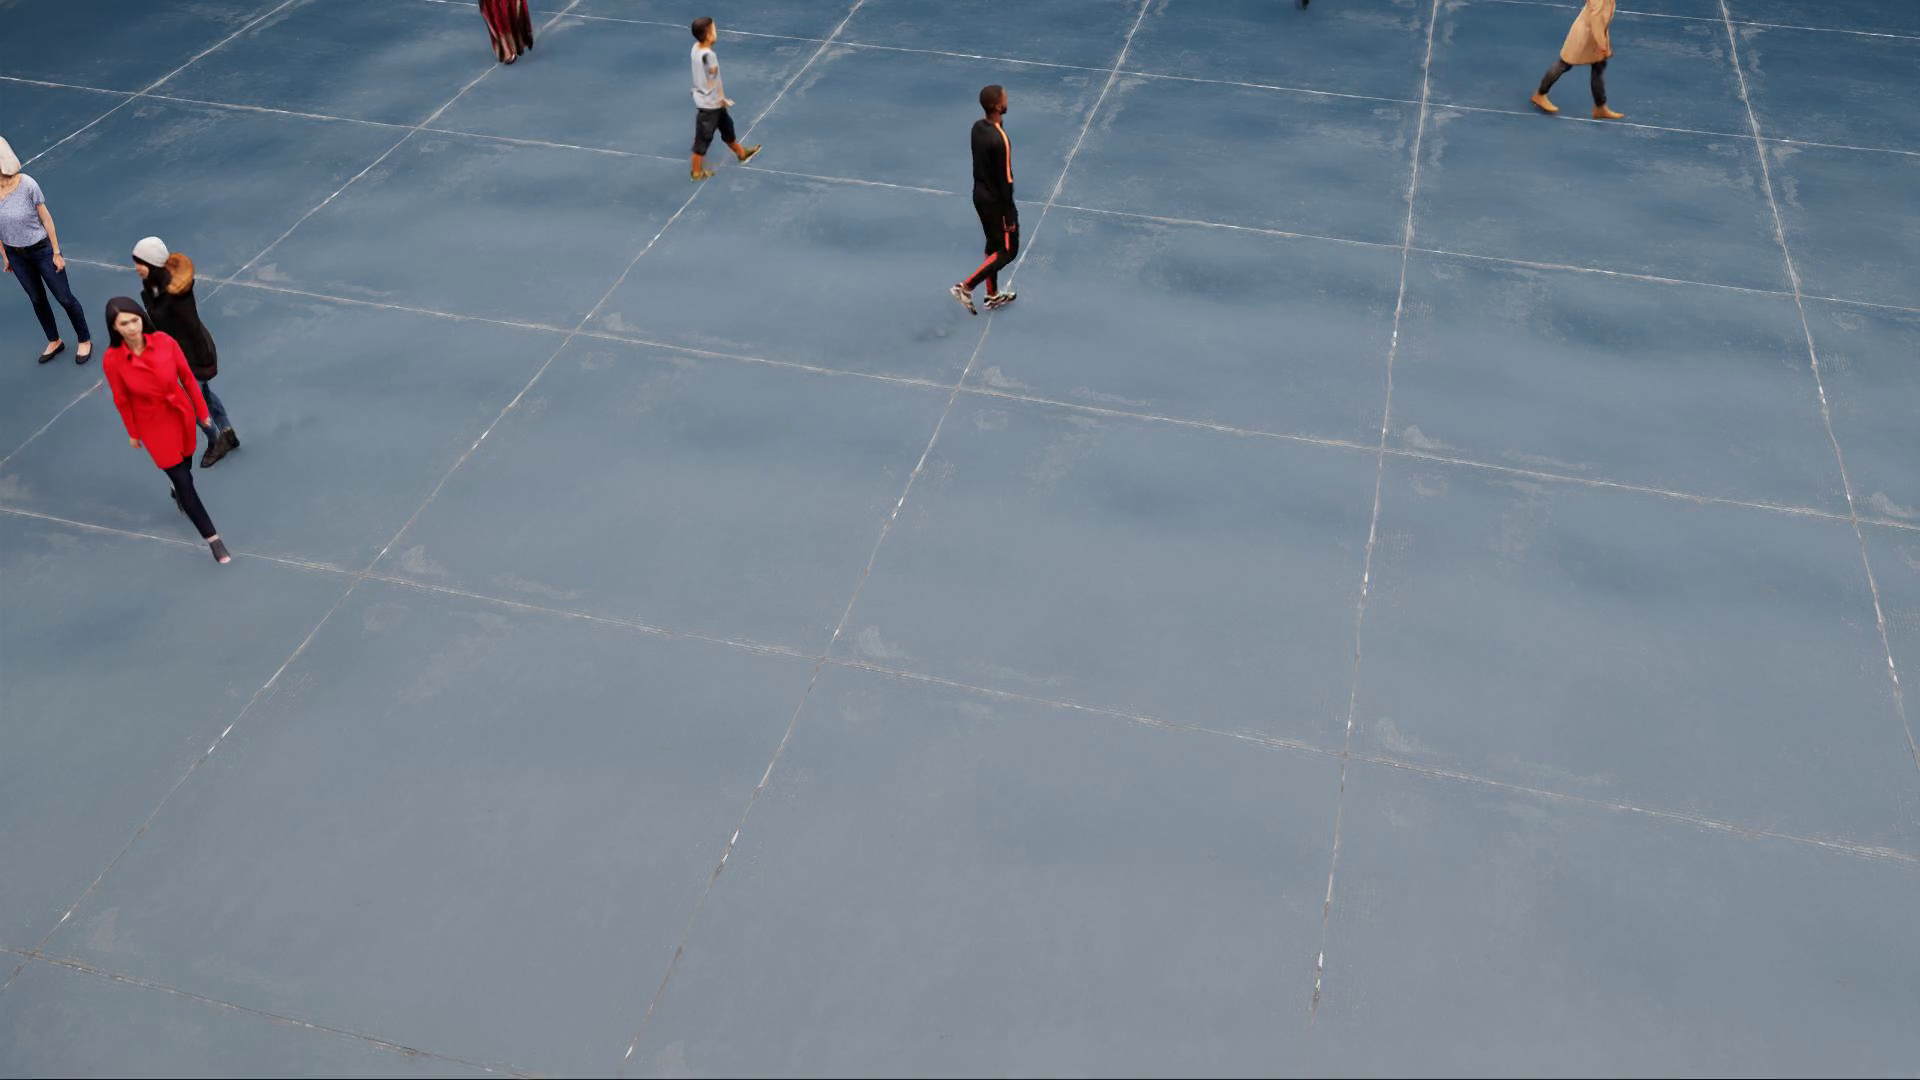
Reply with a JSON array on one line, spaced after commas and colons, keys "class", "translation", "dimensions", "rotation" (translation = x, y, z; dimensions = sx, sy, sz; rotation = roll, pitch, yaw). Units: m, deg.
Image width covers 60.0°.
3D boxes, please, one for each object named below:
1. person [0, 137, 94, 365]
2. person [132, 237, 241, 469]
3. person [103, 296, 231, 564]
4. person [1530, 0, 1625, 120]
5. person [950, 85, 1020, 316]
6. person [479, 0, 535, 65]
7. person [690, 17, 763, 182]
[{"class": "person", "translation": [-6.569, -2.052, 11.782], "dimensions": [0.629, 1.722, 0.571], "rotation": [2, 38, 3]}, {"class": "person", "translation": [-4.964, -1.248, 10.836], "dimensions": [0.730, 1.622, 0.748], "rotation": [28, 46, 31]}, {"class": "person", "translation": [-4.832, -0.719, 10.091], "dimensions": [1.092, 1.707, 1.039], "rotation": [-29, 46, -32]}, {"class": "person", "translation": [5.658, -4.670, 15.156], "dimensions": [1.031, 1.688, 1.140], "rotation": [29, 46, 32]}, {"class": "person", "translation": [0.181, -2.448, 12.229], "dimensions": [0.985, 1.795, 0.933], "rotation": [-18, 42, -22]}, {"class": "person", "translation": [-4.487, -5.484, 16.246], "dimensions": [0.740, 1.627, 0.773], "rotation": [-2, 38, -3]}, {"class": "person", "translation": [-2.213, -3.794, 14.245], "dimensions": [1.051, 1.430, 0.974], "rotation": [-22, 43, -25]}]
